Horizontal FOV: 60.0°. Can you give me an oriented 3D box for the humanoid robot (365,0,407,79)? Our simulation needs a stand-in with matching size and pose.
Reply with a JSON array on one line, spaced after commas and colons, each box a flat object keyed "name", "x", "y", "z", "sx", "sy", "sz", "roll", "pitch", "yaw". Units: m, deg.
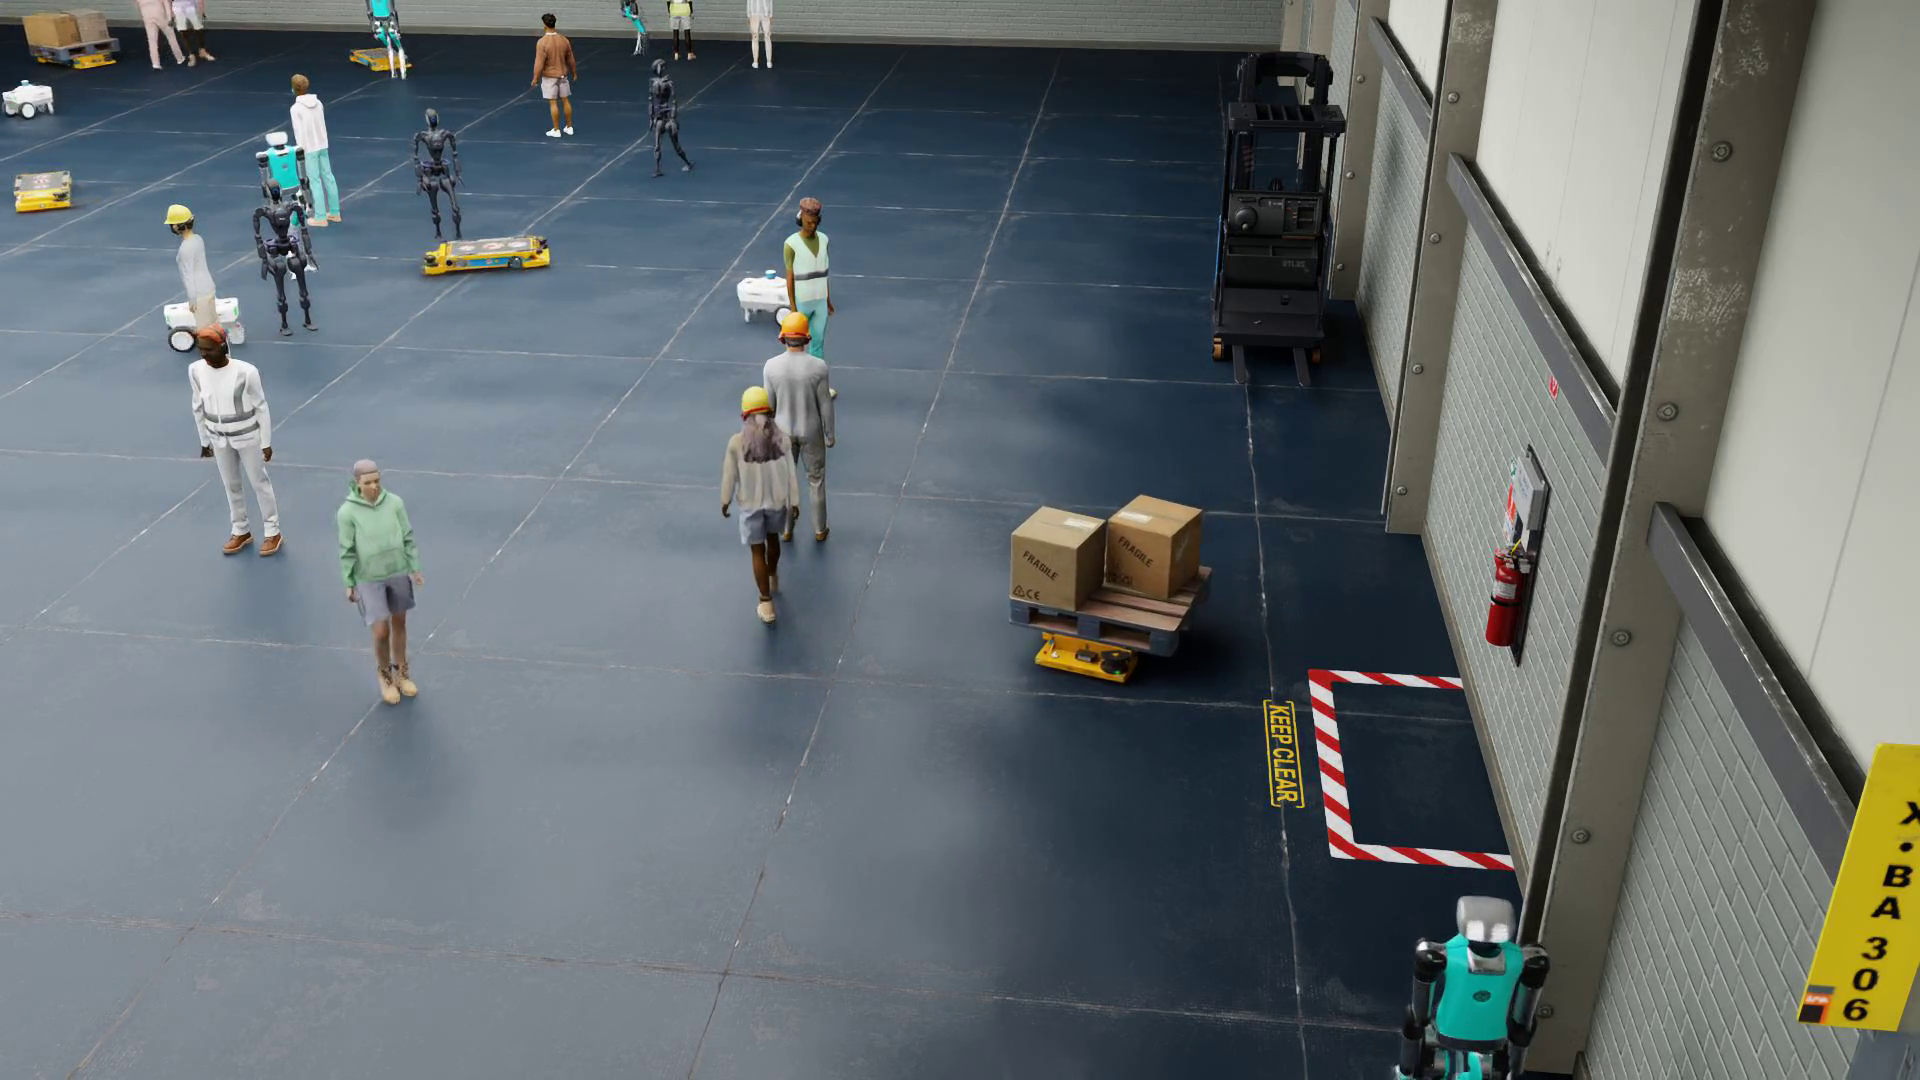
[{"name": "humanoid robot", "x": -10.204, "y": -9.133, "z": 29.720, "sx": 0.534, "sy": 1.771, "sz": 0.771, "roll": 1, "pitch": 27, "yaw": 2}]

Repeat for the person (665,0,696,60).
[{"name": "person", "x": -5.265, "y": -9.914, "z": 31.334, "sx": 0.532, "sy": 1.697, "sz": 0.319, "roll": 4, "pitch": 27, "yaw": 9}]

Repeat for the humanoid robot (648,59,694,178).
[{"name": "humanoid robot", "x": -4.147, "y": -5.986, "z": 23.591, "sx": 0.584, "sy": 1.647, "sz": 0.772, "roll": 19, "pitch": 32, "yaw": 33}]

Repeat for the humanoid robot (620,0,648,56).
[{"name": "humanoid robot", "x": -6.155, "y": -10.041, "z": 31.661, "sx": 0.721, "sy": 1.895, "sz": 0.545, "roll": -20, "pitch": 33, "yaw": -34}]

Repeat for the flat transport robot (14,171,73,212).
[{"name": "flat transport robot", "x": -12.466, "y": -4.752, "z": 22.625, "sx": 0.659, "sy": 0.231, "sz": 1.431, "roll": -11, "pitch": 29, "yaw": -22}]

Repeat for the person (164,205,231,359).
[{"name": "person", "x": -7.476, "y": -2.418, "z": 16.304, "sx": 0.335, "sy": 1.756, "sz": 0.516, "roll": -5, "pitch": 27, "yaw": -9}]

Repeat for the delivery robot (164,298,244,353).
[{"name": "delivery robot", "x": -7.930, "y": -2.317, "z": 17.418, "sx": 0.756, "sy": 0.571, "sz": 0.499, "roll": -10, "pitch": 28, "yaw": -20}]

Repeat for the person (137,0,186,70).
[{"name": "person", "x": -14.809, "y": -9.659, "z": 30.661, "sx": 0.649, "sy": 1.865, "sz": 0.967, "roll": -2, "pitch": 27, "yaw": -5}]

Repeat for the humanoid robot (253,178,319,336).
[{"name": "humanoid robot", "x": -7.103, "y": -2.992, "z": 17.533, "sx": 0.584, "sy": 1.654, "sz": 0.328, "roll": -20, "pitch": 33, "yaw": -34}]

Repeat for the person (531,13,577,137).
[{"name": "person", "x": -6.250, "y": -7.185, "z": 25.709, "sx": 0.385, "sy": 1.854, "sz": 0.797, "roll": 23, "pitch": 35, "yaw": 38}]

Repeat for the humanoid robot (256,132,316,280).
[{"name": "humanoid robot", "x": -7.842, "y": -3.881, "z": 19.268, "sx": 0.572, "sy": 1.787, "sz": 0.869, "roll": -20, "pitch": 33, "yaw": -34}]

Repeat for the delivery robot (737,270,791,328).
[{"name": "delivery robot", "x": -2.009, "y": -2.615, "z": 18.059, "sx": 0.784, "sy": 0.612, "sz": 0.503, "roll": 6, "pitch": 27, "yaw": 12}]

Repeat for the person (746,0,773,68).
[{"name": "person", "x": -3.679, "y": -9.659, "z": 30.642, "sx": 0.494, "sy": 1.870, "sz": 0.402, "roll": -7, "pitch": 27, "yaw": -13}]

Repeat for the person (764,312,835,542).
[{"name": "person", "x": -1.266, "y": -0.874, "z": 13.078, "sx": 0.564, "sy": 1.890, "sz": 0.385, "roll": 0, "pitch": 27, "yaw": -1}]

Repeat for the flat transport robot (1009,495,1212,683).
[{"name": "flat transport robot", "x": 1.101, "y": 0.566, "z": 12.009, "sx": 0.659, "sy": 0.231, "sz": 1.431, "roll": 11, "pitch": 29, "yaw": 21}]

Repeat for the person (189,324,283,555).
[{"name": "person", "x": -5.611, "y": -0.773, "z": 12.879, "sx": 0.580, "sy": 1.882, "sz": 0.338, "roll": 3, "pitch": 27, "yaw": 6}]

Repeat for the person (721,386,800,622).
[{"name": "person", "x": -1.453, "y": -0.290, "z": 12.112, "sx": 0.557, "sy": 1.734, "sz": 0.847, "roll": -7, "pitch": 27, "yaw": -14}]

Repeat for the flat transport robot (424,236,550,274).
[{"name": "flat transport robot", "x": -5.671, "y": -3.418, "z": 19.963, "sx": 1.431, "sy": 0.231, "sz": 0.659, "roll": -6, "pitch": 27, "yaw": -12}]

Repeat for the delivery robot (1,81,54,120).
[{"name": "delivery robot", "x": -15.230, "y": -7.179, "z": 27.167, "sx": 0.525, "sy": 0.609, "sz": 0.780, "roll": 12, "pitch": 29, "yaw": 23}]

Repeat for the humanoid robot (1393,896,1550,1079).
[{"name": "humanoid robot", "x": 2.140, "y": 2.155, "z": 7.232, "sx": 0.538, "sy": 1.800, "sz": 0.777, "roll": 3, "pitch": 27, "yaw": 5}]

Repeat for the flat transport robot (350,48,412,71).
[{"name": "flat transport robot", "x": -10.837, "y": -8.979, "z": 31.064, "sx": 0.659, "sy": 0.231, "sz": 1.431, "roll": -19, "pitch": 32, "yaw": -33}]

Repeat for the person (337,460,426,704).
[{"name": "person", "x": -3.769, "y": 0.283, "z": 10.932, "sx": 0.506, "sy": 1.727, "sz": 0.471, "roll": -21, "pitch": 34, "yaw": -36}]

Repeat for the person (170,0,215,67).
[{"name": "person", "x": -14.361, "y": -9.824, "z": 30.829, "sx": 0.650, "sy": 2.005, "sz": 0.710, "roll": -9, "pitch": 28, "yaw": -17}]

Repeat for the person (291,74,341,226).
[{"name": "person", "x": -8.258, "y": -4.972, "z": 21.227, "sx": 0.371, "sy": 1.917, "sz": 0.488, "roll": 13, "pitch": 29, "yaw": 24}]

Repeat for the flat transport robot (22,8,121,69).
[{"name": "flat transport robot", "x": -16.568, "y": -9.025, "z": 31.155, "sx": 1.431, "sy": 0.231, "sz": 0.659, "roll": 16, "pitch": 31, "yaw": 28}]

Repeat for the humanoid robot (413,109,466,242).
[{"name": "humanoid robot", "x": -6.410, "y": -4.472, "z": 20.494, "sx": 0.601, "sy": 1.644, "sz": 0.564, "roll": -17, "pitch": 31, "yaw": -30}]

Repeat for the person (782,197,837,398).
[{"name": "person", "x": -1.433, "y": -2.276, "z": 15.778, "sx": 0.482, "sy": 1.979, "sz": 0.403, "roll": -21, "pitch": 34, "yaw": -36}]

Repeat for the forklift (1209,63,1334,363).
[{"name": "forklift", "x": 3.241, "y": -3.477, "z": 17.183, "sx": 1.129, "sy": 2.768, "sz": 1.873, "roll": 3, "pitch": 27, "yaw": 6}]
